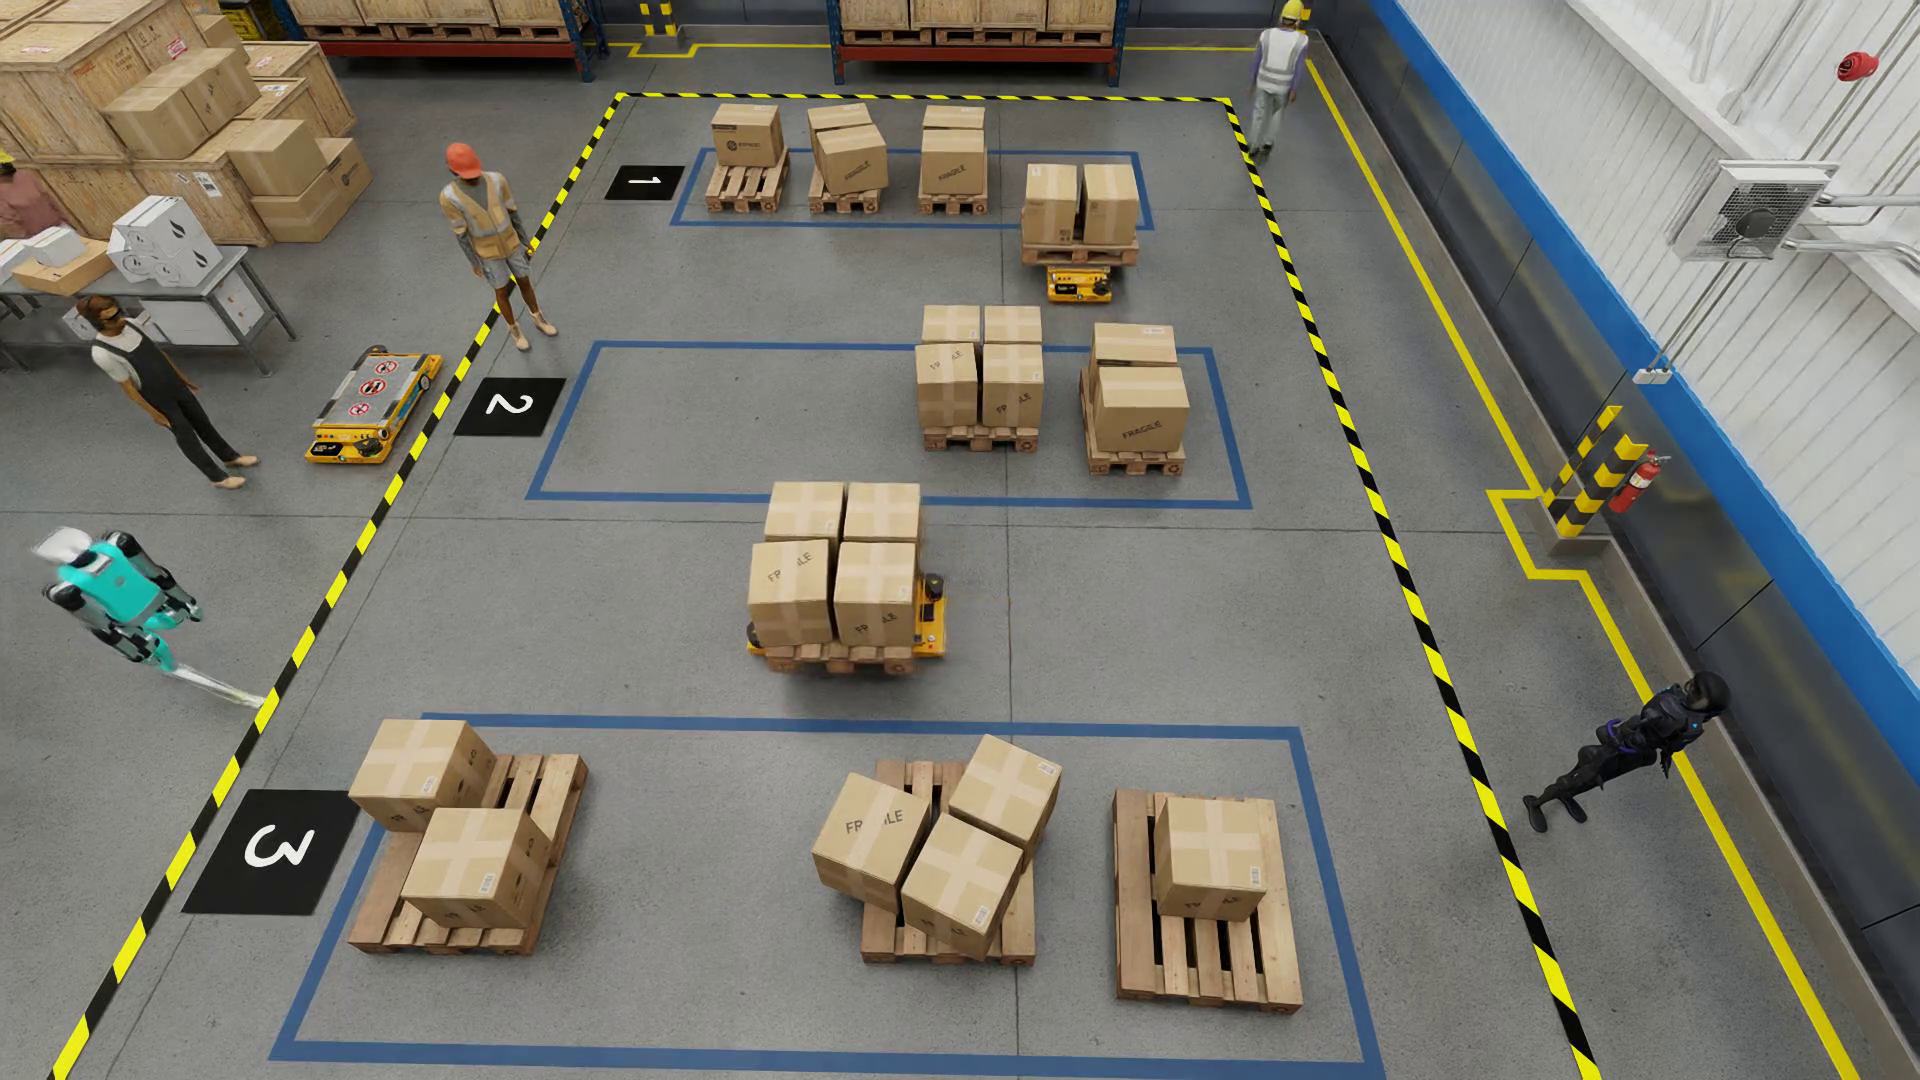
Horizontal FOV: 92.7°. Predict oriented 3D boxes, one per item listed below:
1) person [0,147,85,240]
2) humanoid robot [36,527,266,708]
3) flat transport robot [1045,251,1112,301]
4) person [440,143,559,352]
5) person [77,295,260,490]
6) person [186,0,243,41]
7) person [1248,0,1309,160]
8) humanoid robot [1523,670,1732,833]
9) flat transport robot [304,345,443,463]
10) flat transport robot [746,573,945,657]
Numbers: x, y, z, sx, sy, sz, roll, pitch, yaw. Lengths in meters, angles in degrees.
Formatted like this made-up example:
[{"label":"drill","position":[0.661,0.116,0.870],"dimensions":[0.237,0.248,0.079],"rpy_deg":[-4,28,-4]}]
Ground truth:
[{"label":"person","position":[-8.867,-2.993,8.930],"dimensions":[0.369,1.757,0.546],"rpy_deg":[8,50,7]},{"label":"humanoid robot","position":[-5.464,0.517,5.993],"dimensions":[1.003,1.780,0.530],"rpy_deg":[10,51,9]},{"label":"flat transport robot","position":[1.262,-3.098,9.971],"dimensions":[0.652,0.197,1.431],"rpy_deg":[1,50,1]},{"label":"person","position":[-4.258,-2.695,8.495],"dimensions":[0.406,2.031,0.608],"rpy_deg":[37,59,27]},{"label":"person","position":[-6.333,-1.158,7.321],"dimensions":[0.344,1.839,0.500],"rpy_deg":[-2,50,-2]},{"label":"person","position":[-9.603,-6.593,11.893],"dimensions":[1.036,1.875,0.553],"rpy_deg":[0,50,0]},{"label":"person","position":[3.811,-5.553,11.048],"dimensions":[0.618,1.815,0.616],"rpy_deg":[20,53,16]},{"label":"humanoid robot","position":[3.924,1.253,5.377],"dimensions":[0.599,1.653,0.315],"rpy_deg":[-7,50,-6]},{"label":"flat transport robot","position":[-5.383,-1.269,8.441],"dimensions":[0.659,0.231,1.431],"rpy_deg":[1,50,1]},{"label":"flat transport robot","position":[-0.841,0.545,6.888],"dimensions":[1.431,0.197,0.652],"rpy_deg":[1,50,1]}]
